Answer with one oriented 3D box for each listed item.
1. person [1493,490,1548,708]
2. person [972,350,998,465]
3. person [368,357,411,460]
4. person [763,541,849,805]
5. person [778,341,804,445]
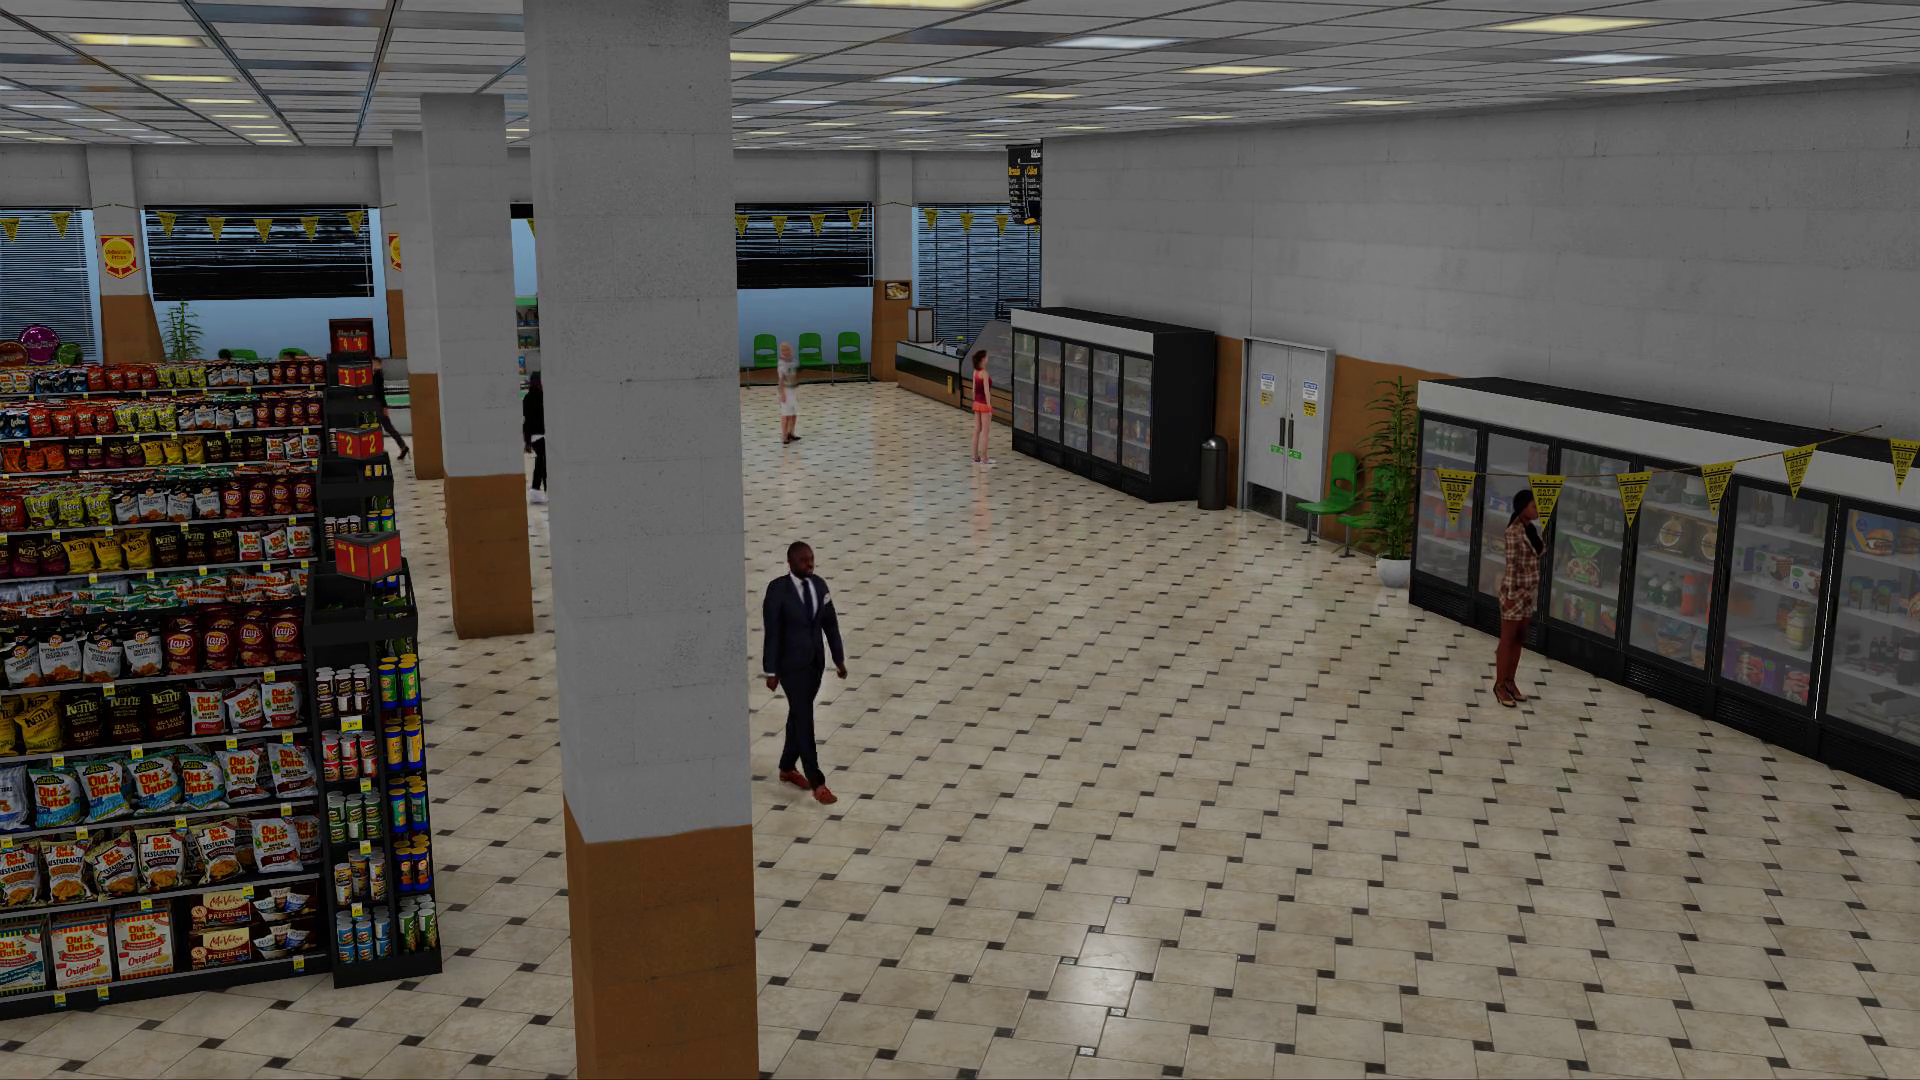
[{"bbox_3d":[4.572,0.465,13.642,0.604,1.793,0.716,-11,16,-42],"label":"person"},{"bbox_3d":[0.348,-2.069,25.779,0.607,1.752,0.610,-7,14,-31],"label":"person"},{"bbox_3d":[-8.883,-1.987,25.698,1.038,1.624,0.627,-5,13,-24],"label":"person"},{"bbox_3d":[-1.171,0.885,11.635,1.031,1.798,1.073,10,16,41],"label":"person"},{"bbox_3d":[-2.861,-2.438,27.622,0.891,1.714,0.764,6,13,25],"label":"person"}]
